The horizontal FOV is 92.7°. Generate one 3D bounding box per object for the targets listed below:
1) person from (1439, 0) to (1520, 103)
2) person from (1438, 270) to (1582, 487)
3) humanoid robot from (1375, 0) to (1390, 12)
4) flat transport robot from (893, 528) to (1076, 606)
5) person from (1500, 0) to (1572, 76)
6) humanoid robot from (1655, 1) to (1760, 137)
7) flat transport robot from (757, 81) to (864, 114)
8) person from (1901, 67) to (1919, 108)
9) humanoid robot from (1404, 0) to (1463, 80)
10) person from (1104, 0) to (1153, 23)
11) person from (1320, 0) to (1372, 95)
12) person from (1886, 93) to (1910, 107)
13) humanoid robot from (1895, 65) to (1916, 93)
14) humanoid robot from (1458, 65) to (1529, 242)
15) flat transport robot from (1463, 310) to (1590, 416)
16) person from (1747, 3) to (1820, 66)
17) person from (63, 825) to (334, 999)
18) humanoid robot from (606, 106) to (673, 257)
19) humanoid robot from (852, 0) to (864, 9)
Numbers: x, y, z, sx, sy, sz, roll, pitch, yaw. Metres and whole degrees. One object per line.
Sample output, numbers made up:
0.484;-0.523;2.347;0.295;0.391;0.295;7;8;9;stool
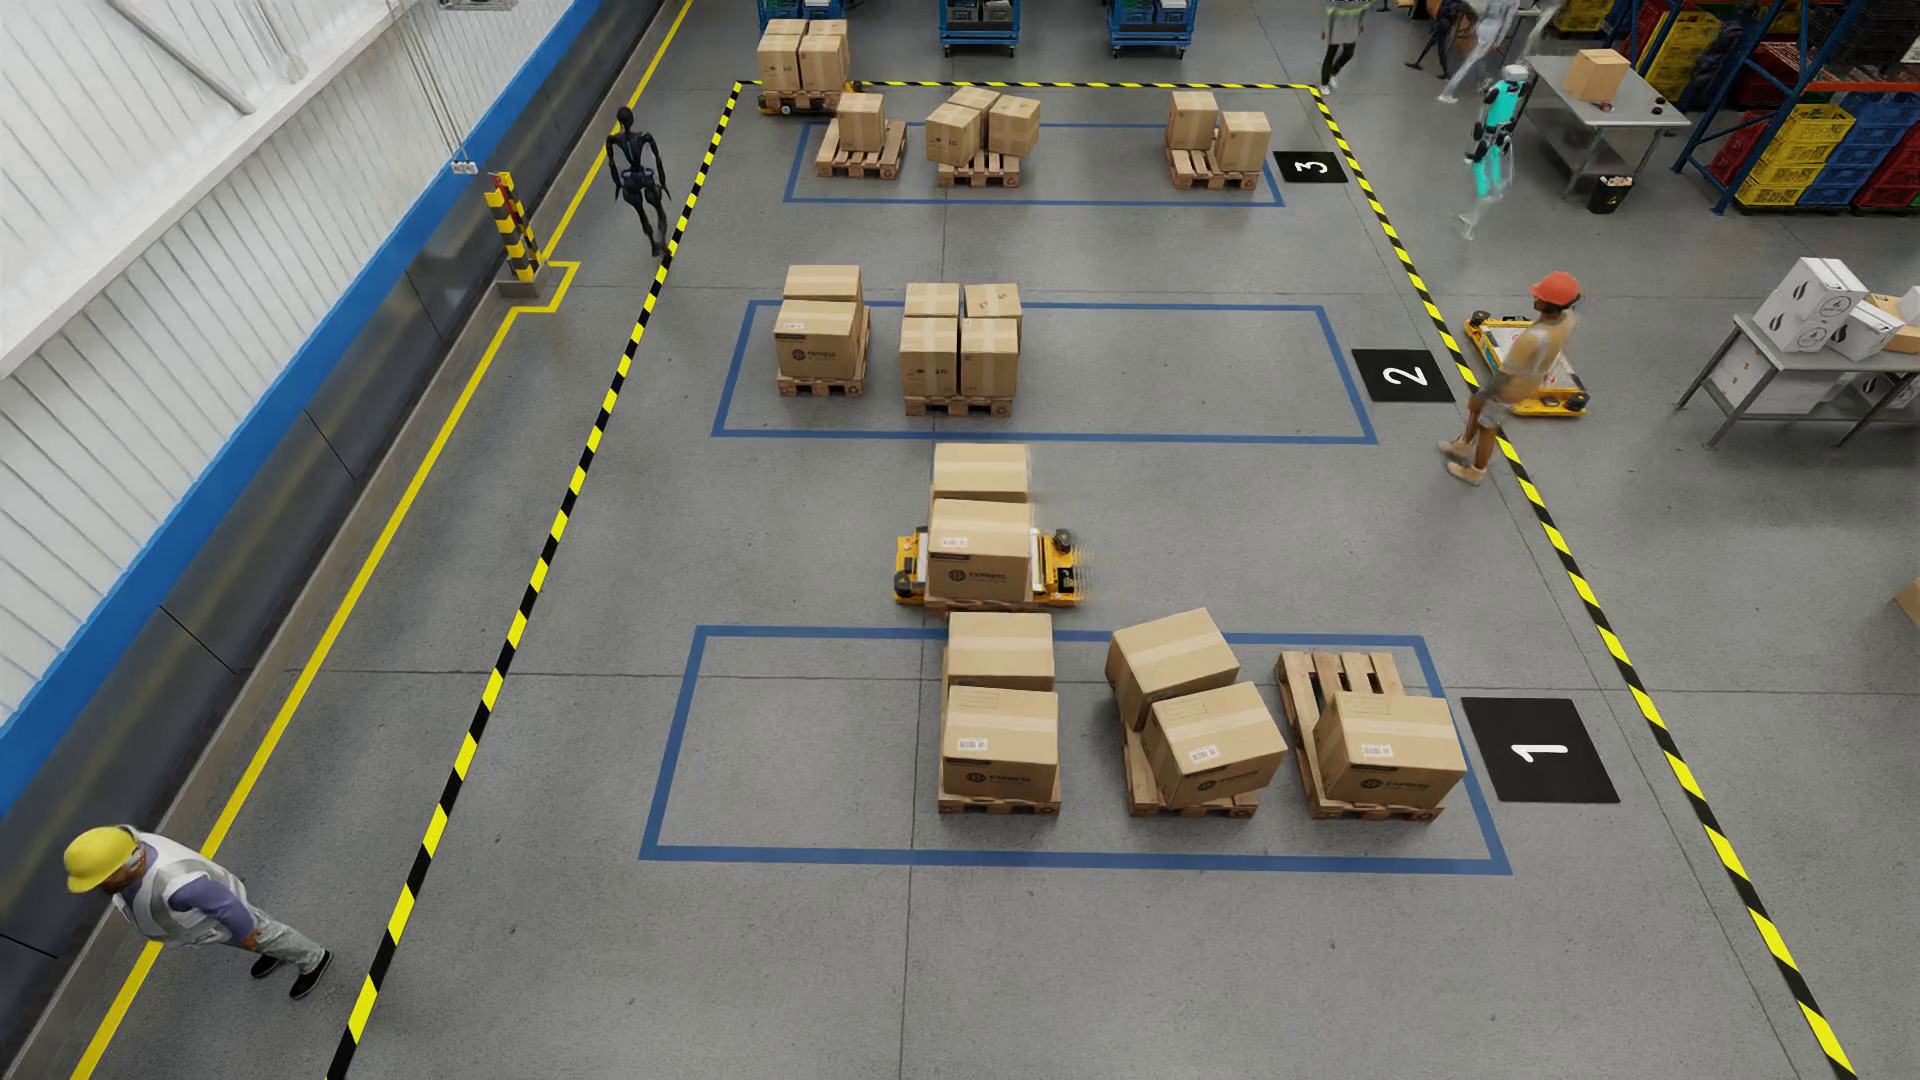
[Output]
7.293;-6.968;12.654;1.059;1.639;0.495;-15;51;-13;person
4.471;-1.290;7.484;0.618;2.033;0.431;-31;56;-24;person
6.892;-9.409;14.756;0.626;1.639;0.587;-8;50;-7;humanoid robot
0.198;0.201;7.341;1.431;0.197;0.652;1;49;1;flat transport robot
8.300;-7.596;13.073;0.855;1.828;0.572;-15;51;-13;person
9.656;-6.074;11.857;0.401;1.645;0.615;11;50;9;humanoid robot
-2.101;-6.256;12.930;1.431;0.197;0.652;1;49;1;flat transport robot
12.150;-5.769;11.561;0.859;1.717;0.522;1;49;1;person
7.027;-7.521;13.154;0.753;1.625;0.591;33;57;25;humanoid robot
2.804;-9.110;14.394;0.822;1.825;0.548;-1;49;-1;person
5.311;-7.076;12.629;0.629;1.825;0.490;-4;49;-4;person
12.993;-6.408;12.049;0.629;1.837;0.432;-17;51;-14;person
13.144;-6.521;12.219;0.549;1.793;0.735;-17;51;-14;humanoid robot
6.036;-4.239;10.267;0.535;1.822;0.841;-17;51;-14;humanoid robot
5.573;-1.757;9.054;0.659;0.231;1.431;1;49;1;flat transport robot
11.923;-7.583;13.059;0.500;1.839;0.330;8;50;7;person
-3.959;1.954;4.806;0.600;1.830;0.404;19;52;16;person
-3.465;-3.813;9.906;0.586;1.648;0.443;-8;50;-7;humanoid robot
-1.861;-9.322;14.685;0.706;1.632;0.613;-22;53;-18;humanoid robot
